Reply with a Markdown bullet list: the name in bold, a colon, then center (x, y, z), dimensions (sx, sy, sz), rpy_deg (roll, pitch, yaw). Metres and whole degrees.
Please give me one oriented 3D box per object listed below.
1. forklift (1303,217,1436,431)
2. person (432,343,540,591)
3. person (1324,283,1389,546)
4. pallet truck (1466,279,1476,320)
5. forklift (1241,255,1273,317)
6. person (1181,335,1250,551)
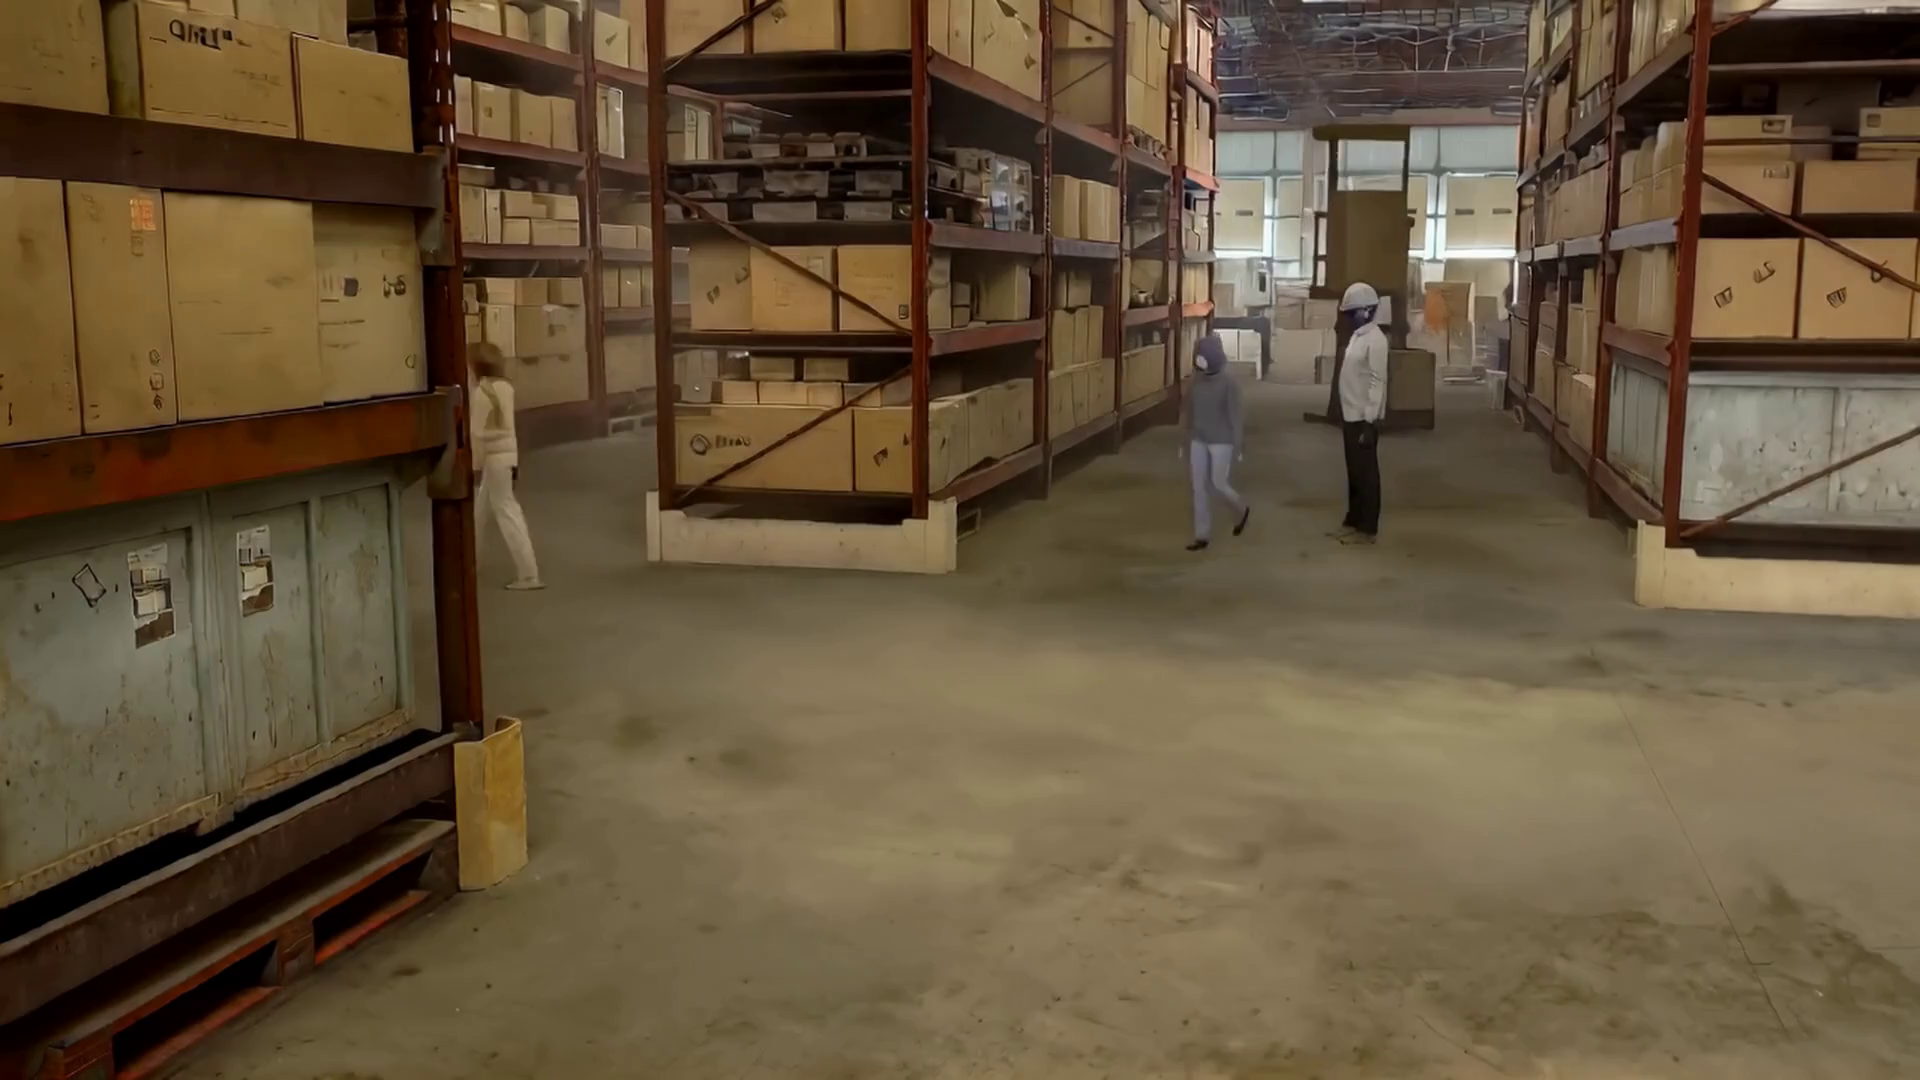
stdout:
- **forklift**: center (5.487, -2.884, 22.095), dimensions (1.129, 2.768, 1.873), rpy_deg (-2, 9, -10)
- **person**: center (-3.100, -0.461, 10.727), dimensions (0.816, 1.598, 0.534), rpy_deg (1, 9, 4)
- **person**: center (3.028, -0.947, 12.615), dimensions (0.387, 1.988, 0.608), rpy_deg (-1, 9, -6)
- **pallet truck**: center (18.896, -8.459, 60.307), dimensions (1.885, 1.965, 0.823), rpy_deg (5, 10, 31)
- **forklift**: center (10.553, -8.661, 58.801), dimensions (1.129, 2.768, 1.873), rpy_deg (2, 9, 15)
- **person**: center (1.927, -0.730, 12.412), dimensions (0.516, 1.612, 0.543), rpy_deg (8, 12, 42)
